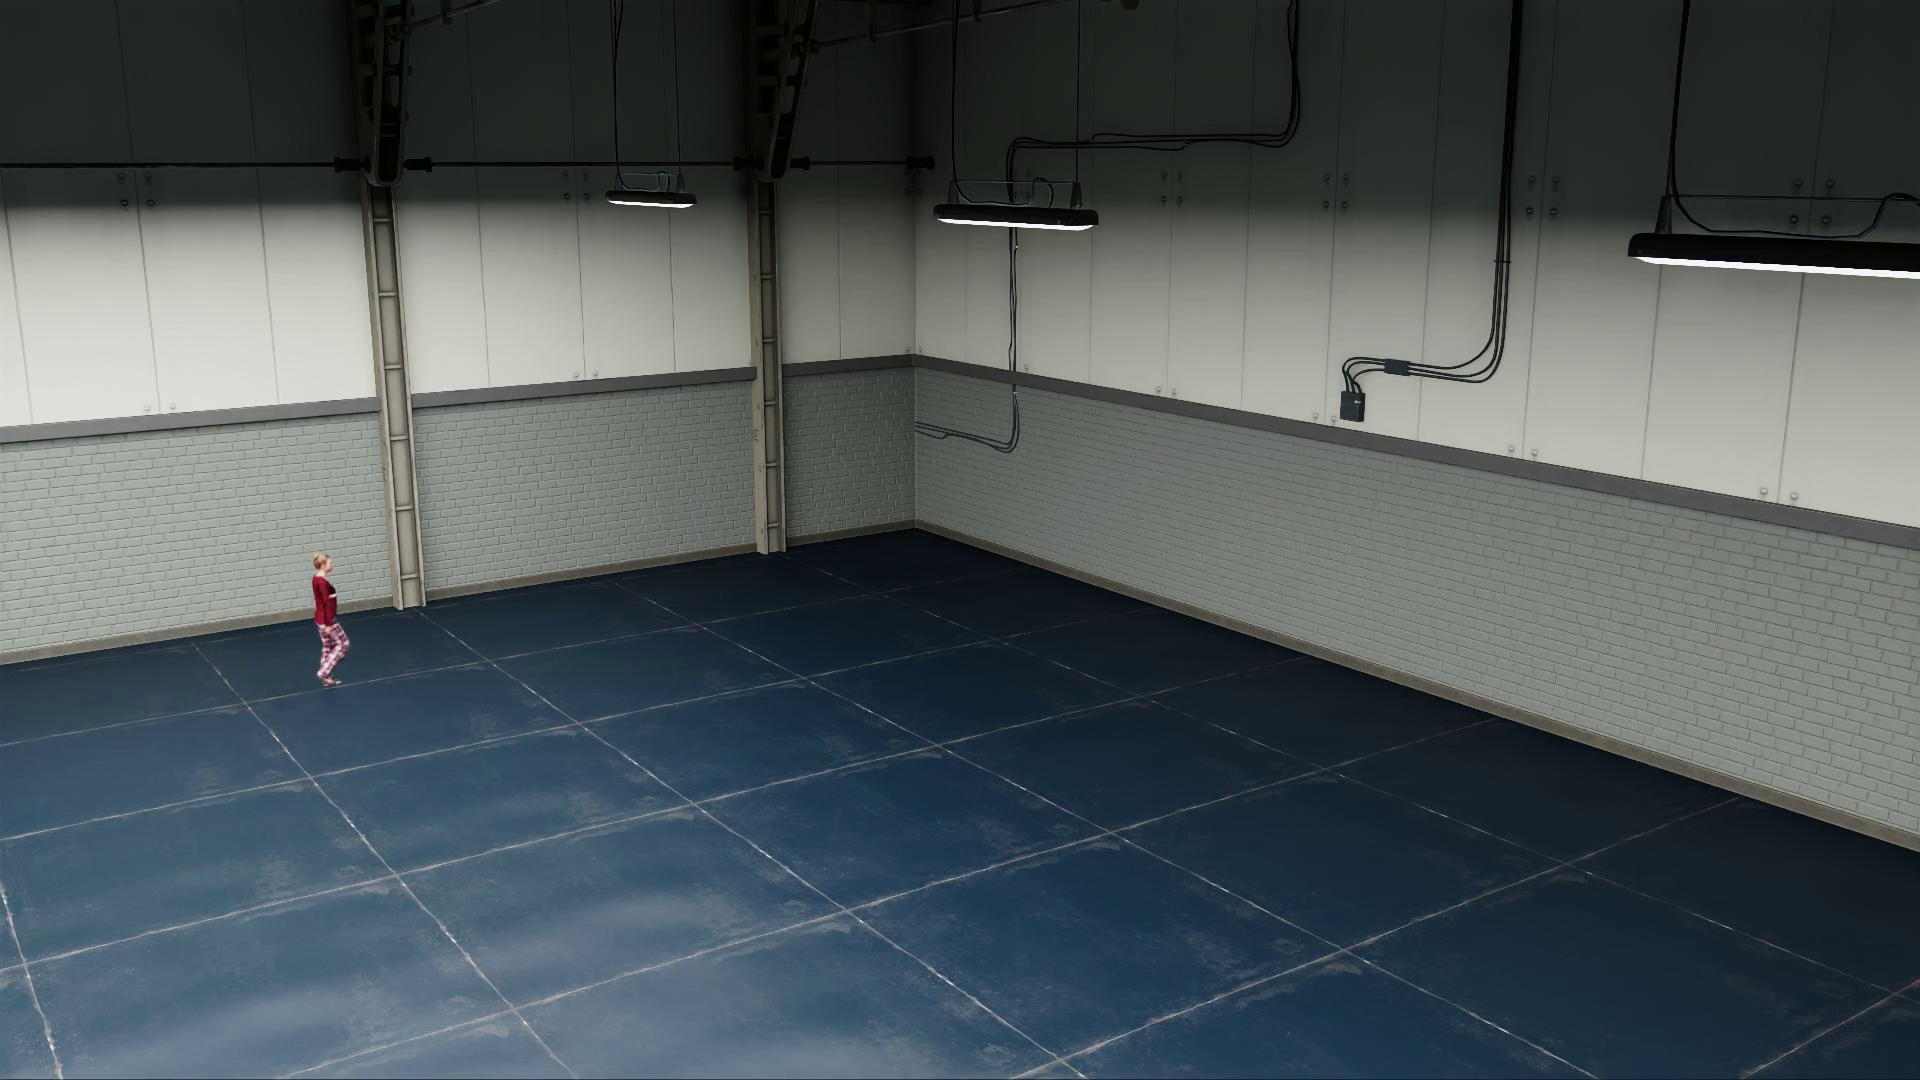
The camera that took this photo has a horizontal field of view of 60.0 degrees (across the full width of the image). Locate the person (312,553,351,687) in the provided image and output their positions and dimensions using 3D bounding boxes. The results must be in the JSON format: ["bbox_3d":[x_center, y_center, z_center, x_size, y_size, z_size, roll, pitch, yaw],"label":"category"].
[{"bbox_3d":[-7.863,0.991,20.444,0.615,1.693,0.616,-9,16,-35],"label":"person"}]
